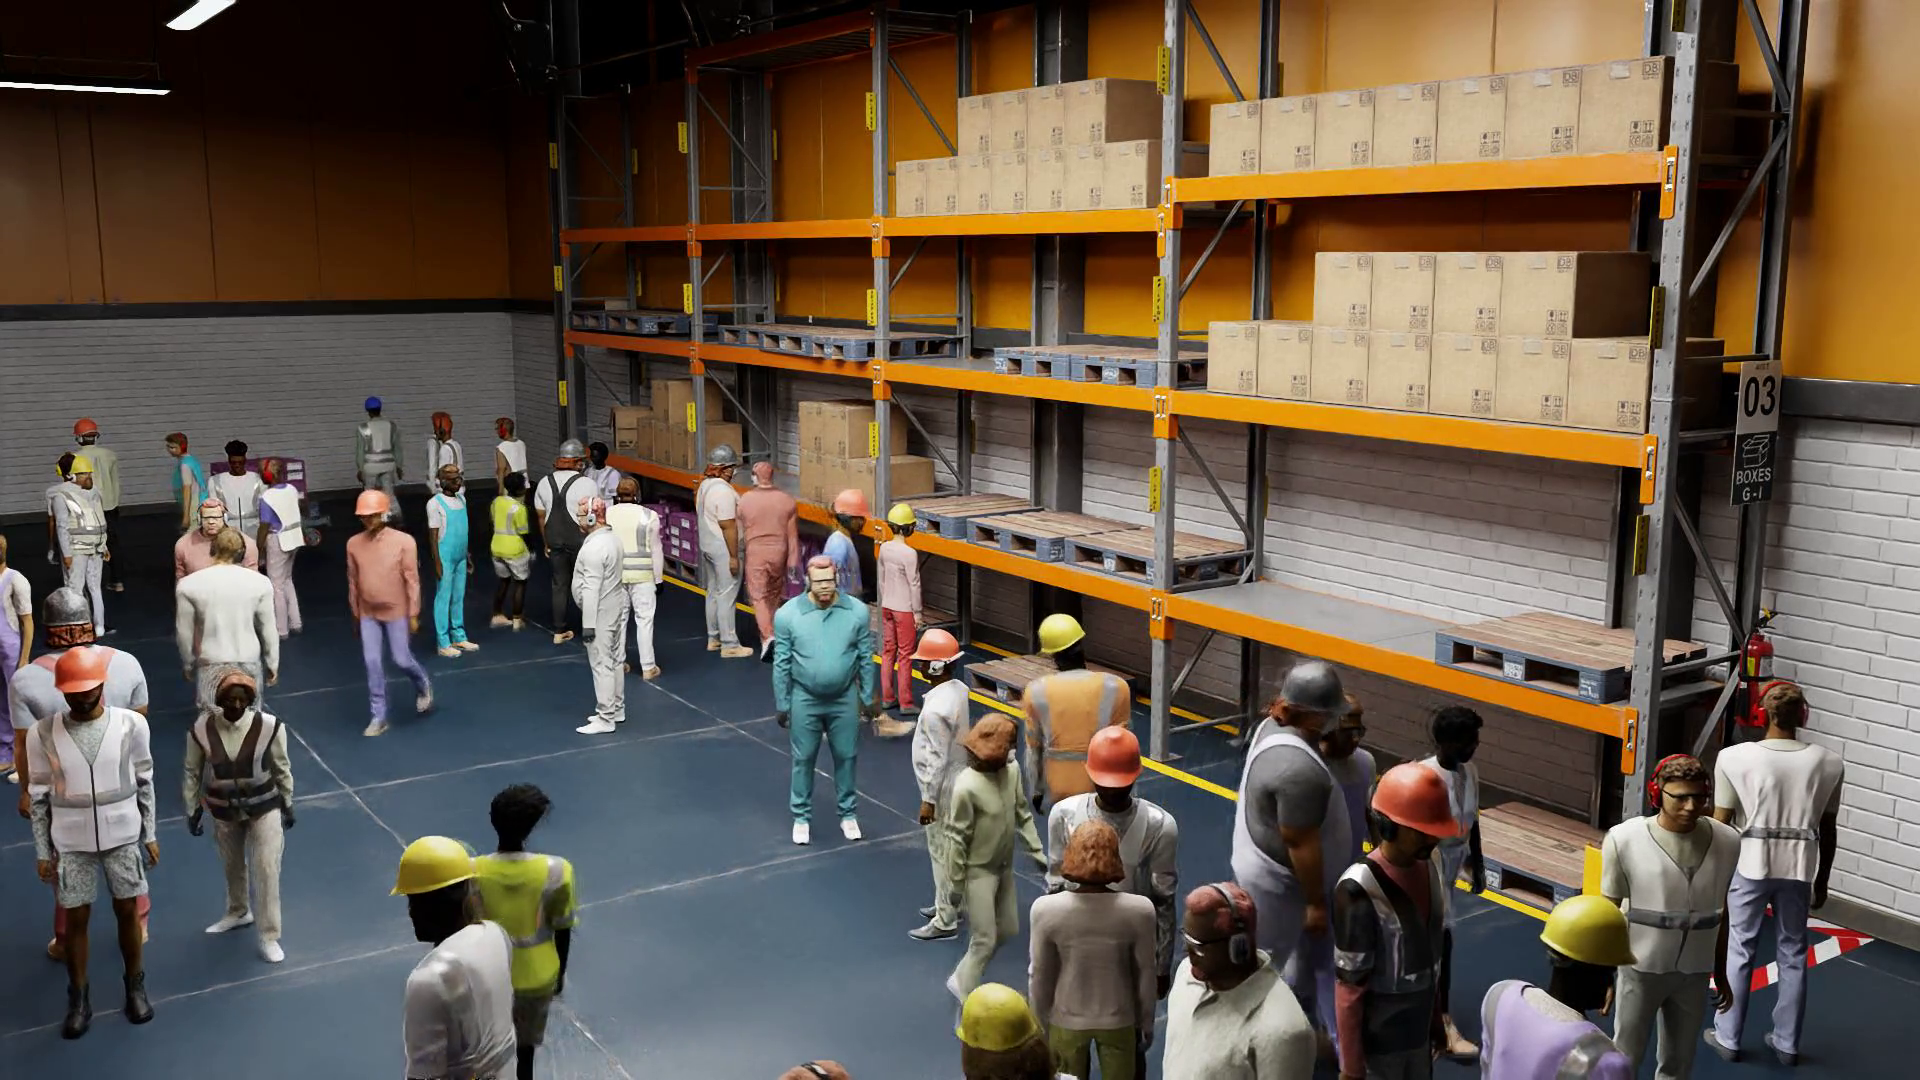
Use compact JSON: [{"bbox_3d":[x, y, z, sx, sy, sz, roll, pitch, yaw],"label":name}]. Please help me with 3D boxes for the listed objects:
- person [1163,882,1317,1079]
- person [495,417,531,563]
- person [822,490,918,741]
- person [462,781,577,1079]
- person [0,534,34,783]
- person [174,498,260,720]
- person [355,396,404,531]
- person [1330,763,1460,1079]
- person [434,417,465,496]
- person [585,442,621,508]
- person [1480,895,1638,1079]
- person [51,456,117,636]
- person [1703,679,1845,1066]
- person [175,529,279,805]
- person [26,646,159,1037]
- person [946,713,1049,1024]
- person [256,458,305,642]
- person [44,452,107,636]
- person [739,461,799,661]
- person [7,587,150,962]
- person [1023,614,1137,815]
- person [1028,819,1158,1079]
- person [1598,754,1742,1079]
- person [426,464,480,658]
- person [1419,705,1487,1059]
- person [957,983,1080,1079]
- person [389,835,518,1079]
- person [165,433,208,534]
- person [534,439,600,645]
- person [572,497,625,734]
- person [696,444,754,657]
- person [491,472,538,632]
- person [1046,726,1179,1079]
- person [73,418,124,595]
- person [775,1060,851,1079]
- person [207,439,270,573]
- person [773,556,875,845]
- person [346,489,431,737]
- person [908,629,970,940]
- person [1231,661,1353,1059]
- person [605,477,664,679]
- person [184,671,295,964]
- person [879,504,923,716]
[{"bbox_3d":[0.818,1.983,5.212,0.398,1.899,0.654,-4,11,-23],"label":"person"},{"bbox_3d":[-5.508,-0.592,20.506,0.385,1.838,0.569,3,10,16],"label":"person"},{"bbox_3d":[-0.795,0.602,13.000,0.960,1.995,0.625,-1,10,-5],"label":"person"},{"bbox_3d":[-1.852,1.815,6.843,0.556,1.675,0.430,-4,10,-20],"label":"person"},{"bbox_3d":[-6.930,0.845,12.051,0.505,1.839,0.344,4,10,22],"label":"person"},{"bbox_3d":[-5.932,0.603,13.315,0.643,1.901,0.396,-2,10,-12],"label":"person"},{"bbox_3d":[-7.896,-1.000,22.645,0.615,1.916,0.652,-9,13,-42],"label":"person"},{"bbox_3d":[1.586,1.779,6.029,0.407,2.029,0.612,10,14,44],"label":"person"},{"bbox_3d":[-6.191,-0.556,20.167,0.363,1.879,0.584,-1,10,-4],"label":"person"},{"bbox_3d":[-4.117,-0.296,19.188,0.536,1.690,0.320,6,11,32],"label":"person"},{"bbox_3d":[1.819,1.998,5.072,0.394,1.913,0.591,-4,10,-22],"label":"person"},{"bbox_3d":[-8.720,0.073,16.585,0.403,1.837,0.589,2,10,13],"label":"person"},{"bbox_3d":[3.802,1.571,7.799,0.562,1.837,0.388,1,10,8],"label":"person"},{"bbox_3d":[-5.149,0.880,11.738,0.656,1.909,0.763,-6,11,-31],"label":"person"},{"bbox_3d":[-4.230,1.461,8.149,0.551,1.934,0.373,-5,11,-28],"label":"person"},{"bbox_3d":[0.128,1.620,8.153,0.518,1.615,0.514,7,12,34],"label":"person"},{"bbox_3d":[-6.720,0.101,16.415,0.440,1.843,0.588,1,10,6],"label":"person"},{"bbox_3d":[-8.815,0.059,16.576,0.538,1.869,0.313,-8,12,-38],"label":"person"},{"bbox_3d":[-1.850,0.189,15.853,0.643,1.863,0.919,-3,10,-18],"label":"person"},{"bbox_3d":[-4.797,1.255,9.049,0.535,2.000,0.684,9,13,43],"label":"person"},{"bbox_3d":[0.665,1.320,9.104,0.628,1.887,0.520,3,10,15],"label":"person"},{"bbox_3d":[0.516,1.892,6.508,0.507,1.630,0.268,0,10,-1],"label":"person"},{"bbox_3d":[2.843,1.746,6.742,0.570,1.843,0.373,-1,10,-7],"label":"person"},{"bbox_3d":[-4.848,0.188,15.886,0.345,1.847,0.504,4,10,20],"label":"person"},{"bbox_3d":[2.370,1.617,7.998,0.545,1.660,0.751,-8,13,-40],"label":"person"},{"bbox_3d":[0.208,2.137,4.864,0.524,1.708,0.731,-4,10,-23],"label":"person"},{"bbox_3d":[-1.599,1.925,5.581,0.852,1.887,0.631,1,10,6],"label":"person"},{"bbox_3d":[-8.750,-0.319,18.933,0.427,1.826,0.654,-5,11,-28],"label":"person"},{"bbox_3d":[-3.782,0.009,16.368,0.688,2.000,0.536,3,10,19],"label":"person"},{"bbox_3d":[-2.904,0.596,13.341,0.399,1.900,0.644,1,10,4],"label":"person"},{"bbox_3d":[-2.215,0.089,15.897,0.539,2.000,0.689,-5,11,-28],"label":"person"},{"bbox_3d":[-4.555,0.119,16.858,0.579,1.656,0.355,8,13,39],"label":"person"},{"bbox_3d":[0.616,1.689,6.856,0.549,1.926,0.388,2,10,14],"label":"person"},{"bbox_3d":[-9.759,-0.372,18.733,0.393,1.995,0.612,5,11,28],"label":"person"},{"bbox_3d":[-0.367,2.214,4.636,0.315,1.630,0.511,-8,13,-40],"label":"person"},{"bbox_3d":[-7.321,-0.048,16.943,0.602,1.958,0.369,-4,11,-24],"label":"person"},{"bbox_3d":[-0.873,1.033,10.790,0.664,1.899,0.395,-2,10,-12],"label":"person"},{"bbox_3d":[-4.585,0.552,13.351,0.626,1.979,0.648,1,10,7],"label":"person"},{"bbox_3d":[-0.119,1.355,9.303,0.326,1.752,0.563,2,10,11],"label":"person"},{"bbox_3d":[1.561,1.499,7.618,0.744,2.000,0.696,1,10,7],"label":"person"},{"bbox_3d":[-2.965,0.344,15.019,0.624,1.837,0.429,2,10,11],"label":"person"},{"bbox_3d":[-3.946,1.470,9.112,0.575,1.598,0.618,-2,10,-9],"label":"person"},{"bbox_3d":[-0.480,0.577,13.830,0.309,1.772,0.525,-7,12,-36],"label":"person"}]
